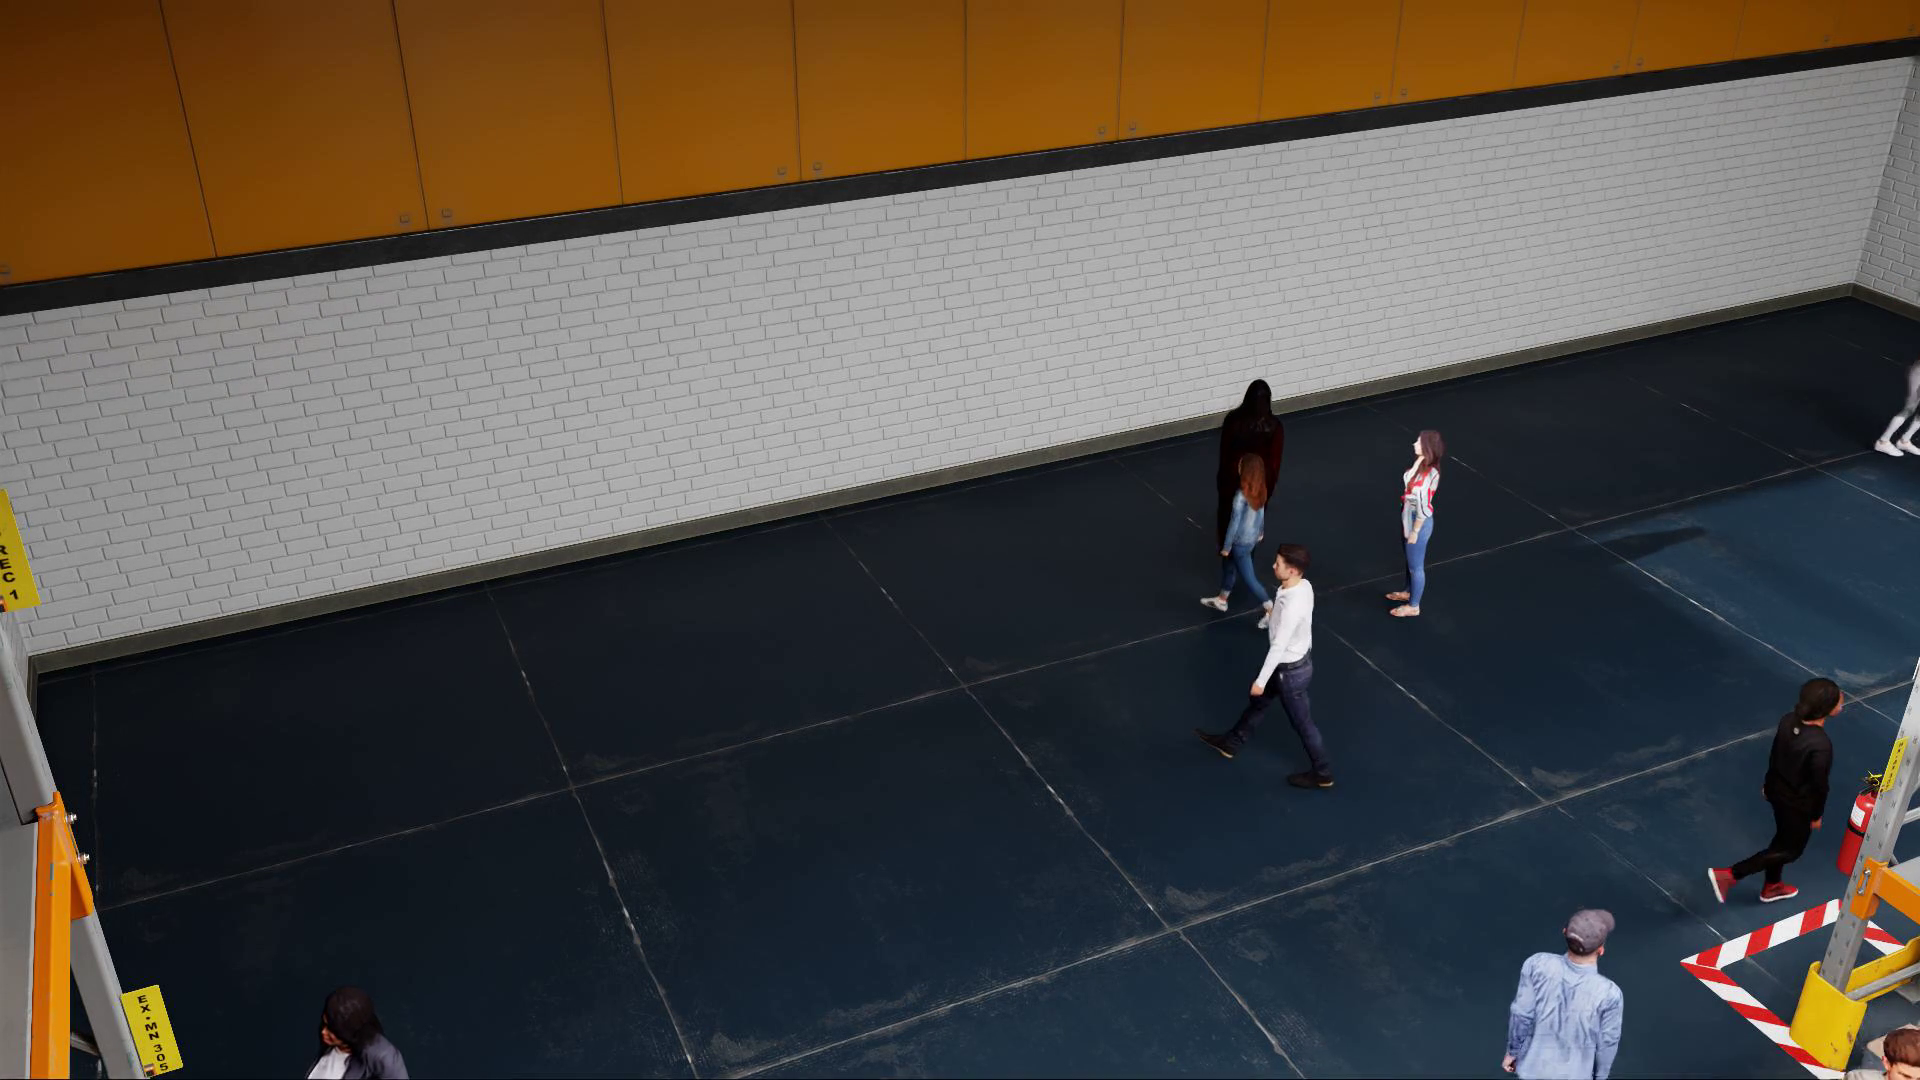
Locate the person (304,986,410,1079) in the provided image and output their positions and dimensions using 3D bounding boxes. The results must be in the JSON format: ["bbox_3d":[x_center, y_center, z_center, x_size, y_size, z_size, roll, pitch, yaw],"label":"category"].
[{"bbox_3d":[-2.836,2.769,7.928,0.771,1.597,0.853,16,32,27],"label":"person"}]

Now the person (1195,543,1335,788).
[{"bbox_3d":[2.305,0.887,11.139,1.211,1.826,1.190,8,30,15],"label":"person"}]

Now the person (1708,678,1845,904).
[{"bbox_3d":[4.959,1.584,10.042,0.826,1.653,0.933,-3,29,-6],"label":"person"}]

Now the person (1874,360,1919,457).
[{"bbox_3d":[9.078,-1.555,15.780,0.772,1.668,0.696,18,33,29],"label":"person"}]

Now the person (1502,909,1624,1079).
[{"bbox_3d":[2.831,2.578,7.998,1.103,1.864,0.990,23,36,35],"label":"person"}]

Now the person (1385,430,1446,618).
[{"bbox_3d":[3.652,-0.145,13.253,0.722,1.614,0.621,4,29,8],"label":"person"}]

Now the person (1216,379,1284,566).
[{"bbox_3d":[2.354,-0.466,13.702,0.851,1.746,0.907,7,29,13],"label":"person"}]

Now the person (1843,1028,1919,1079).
[{"bbox_3d":[4.024,2.846,7.543,1.120,1.830,1.280,5,29,9],"label":"person"}]

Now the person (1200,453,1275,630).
[{"bbox_3d":[2.307,0.021,13.110,1.065,1.459,0.903,17,33,29],"label":"person"}]
